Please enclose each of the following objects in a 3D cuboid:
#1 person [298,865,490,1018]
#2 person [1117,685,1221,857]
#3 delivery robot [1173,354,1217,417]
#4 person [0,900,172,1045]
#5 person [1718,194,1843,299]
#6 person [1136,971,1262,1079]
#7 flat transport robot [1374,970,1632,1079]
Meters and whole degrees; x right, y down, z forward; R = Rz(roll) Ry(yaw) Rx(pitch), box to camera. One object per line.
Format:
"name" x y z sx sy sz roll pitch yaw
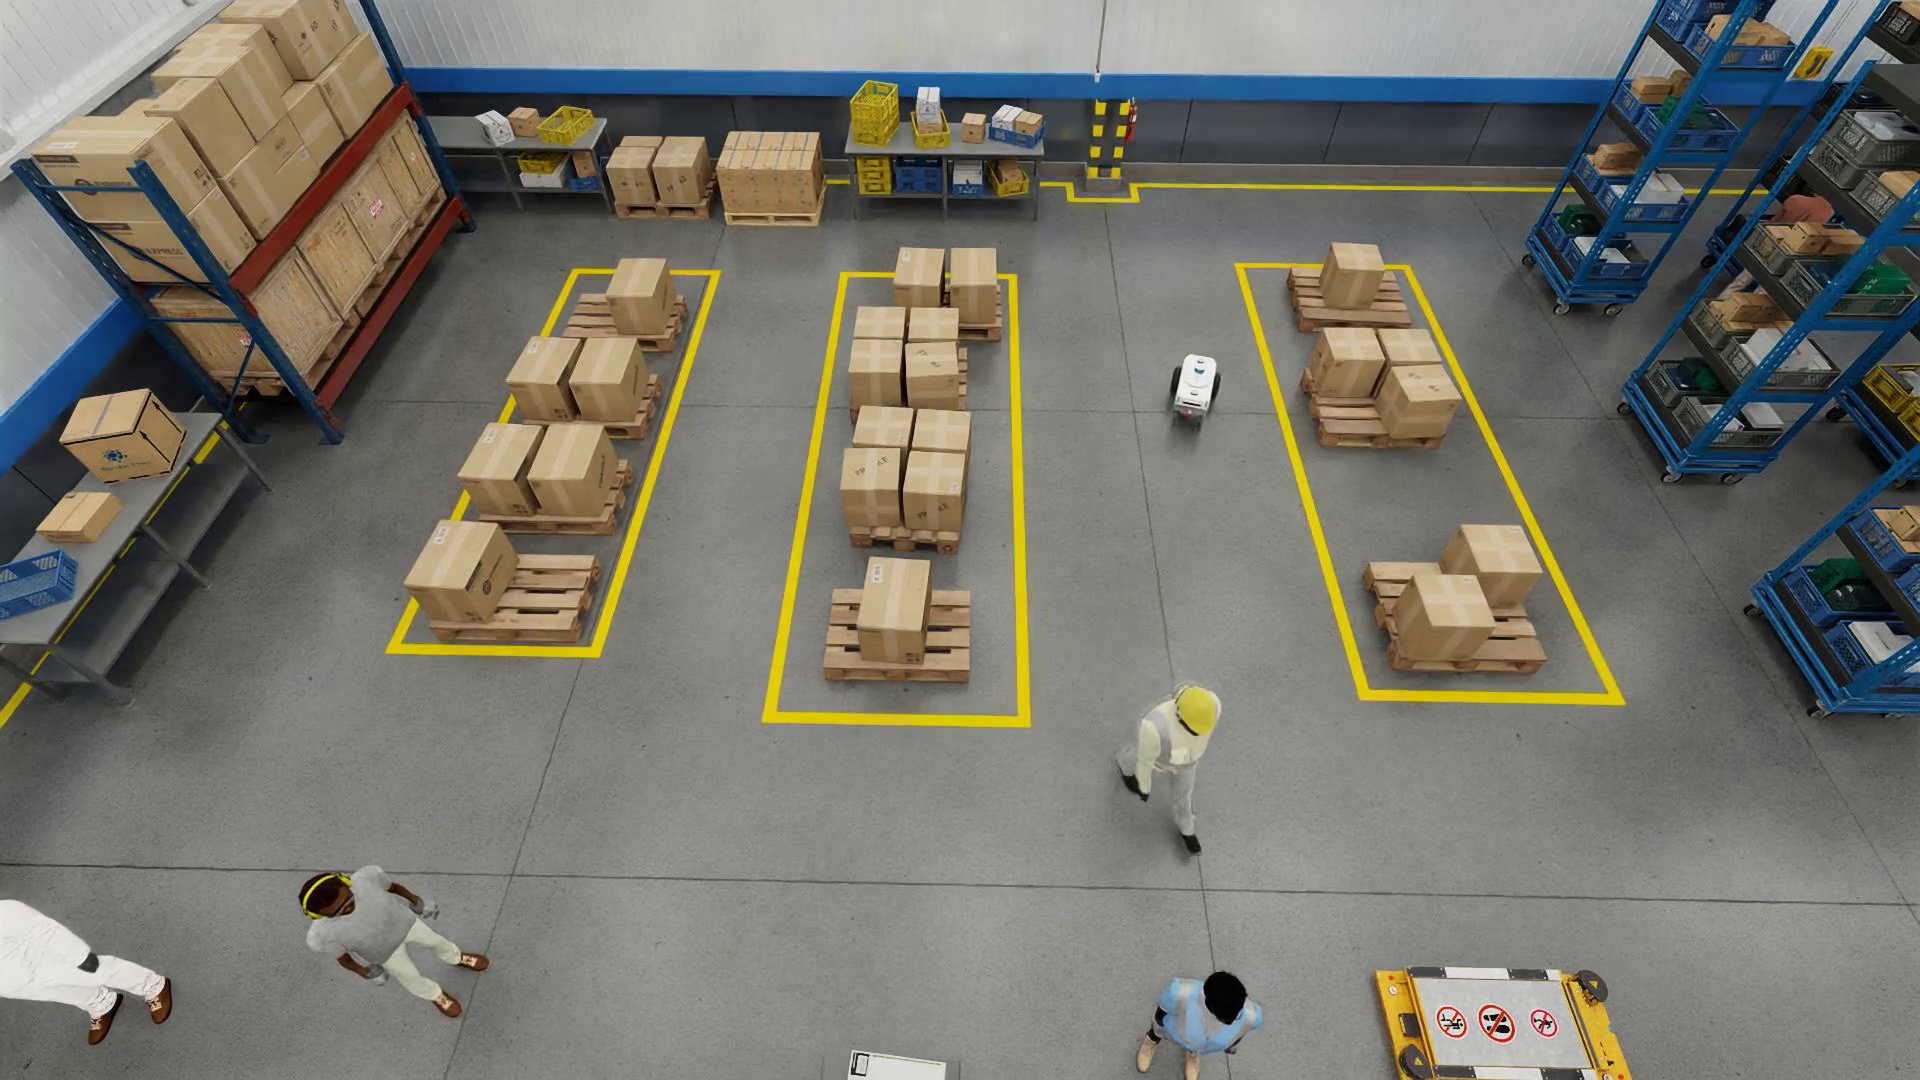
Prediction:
"person" -3.381 2.386 5.499 0.327 1.871 0.514 16 53 12
"person" 1.457 1.495 6.284 0.630 1.776 0.931 -15 52 -12
"delivery robot" 2.456 -1.619 9.547 0.477 0.478 0.707 13 52 10
"person" -5.467 2.517 5.370 0.642 1.907 0.410 -14 52 -11
"person" 8.802 -3.022 9.840 0.412 1.979 0.630 -20 54 -16
"person" 1.357 2.803 5.267 0.540 1.699 0.316 12 52 9
"flat transport robot" 3.501 3.133 5.914 1.431 0.197 0.652 1 51 1
